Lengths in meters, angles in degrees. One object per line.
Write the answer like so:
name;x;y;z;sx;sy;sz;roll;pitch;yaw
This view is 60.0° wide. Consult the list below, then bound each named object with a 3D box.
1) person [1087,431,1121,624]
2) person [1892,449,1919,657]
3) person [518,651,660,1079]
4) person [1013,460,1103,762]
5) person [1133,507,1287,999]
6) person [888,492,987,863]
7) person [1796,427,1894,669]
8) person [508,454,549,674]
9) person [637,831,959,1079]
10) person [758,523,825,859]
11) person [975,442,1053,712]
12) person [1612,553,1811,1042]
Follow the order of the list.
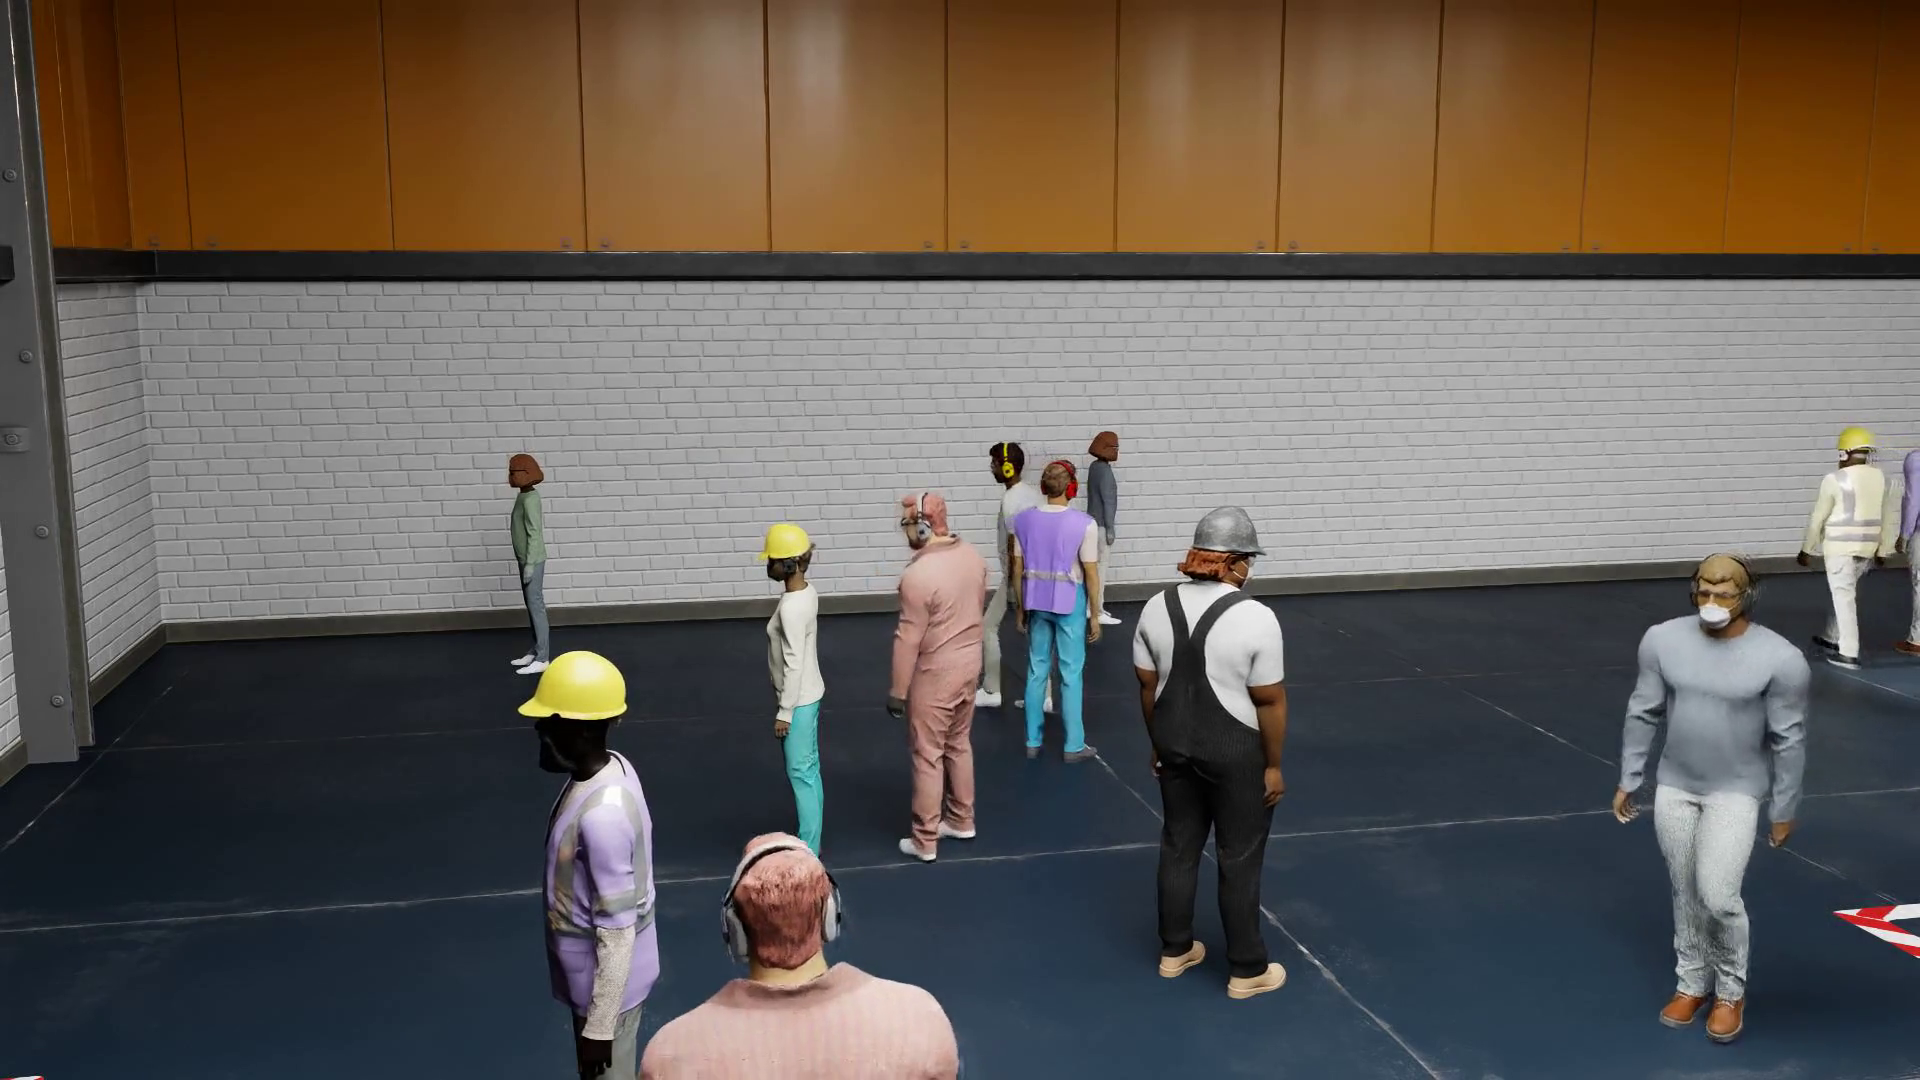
person;1.208;-0.109;14.083;0.268;1.631;0.507;-2;9;-10
person;7.528;-0.057;12.834;0.629;1.940;0.376;-1;9;-7
person;-1.057;1.263;4.814;0.364;1.930;0.588;-3;10;-17
person;0.589;0.444;10.119;0.586;1.855;0.415;5;11;28
person;1.092;0.859;6.942;0.674;2.000;0.537;8;13;42
person;-0.117;0.689;8.433;0.414;1.894;0.655;5;11;30
person;6.671;0.039;12.675;0.596;1.803;0.790;-2;10;-15
person;-3.213;0.173;12.360;0.284;1.633;0.497;-3;10;-19
person;-0.310;1.532;3.313;0.655;1.883;0.682;-1;9;-9
person;-0.827;0.788;8.211;0.311;1.768;0.524;0;9;1
person;0.297;0.252;11.261;0.794;1.832;0.577;4;10;25
person;2.901;0.996;6.474;0.480;1.923;0.646;-8;12;-39
